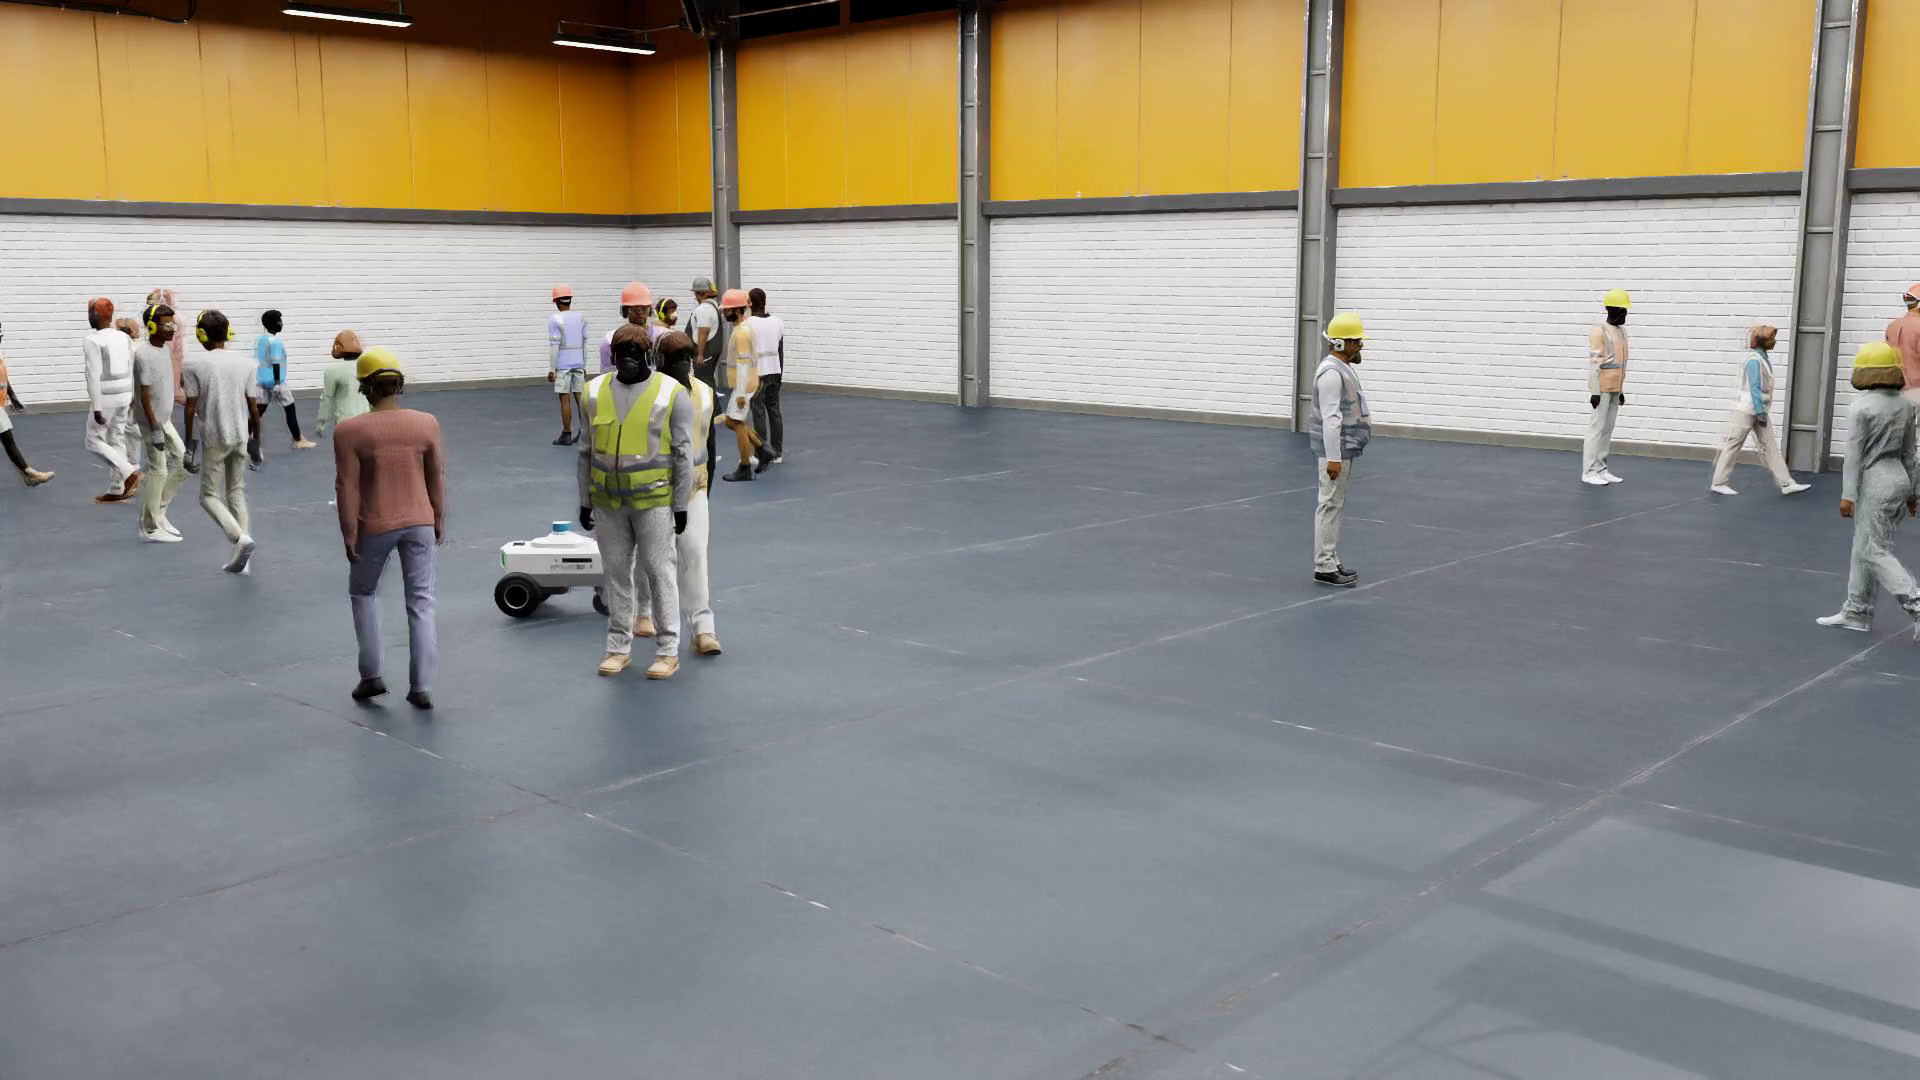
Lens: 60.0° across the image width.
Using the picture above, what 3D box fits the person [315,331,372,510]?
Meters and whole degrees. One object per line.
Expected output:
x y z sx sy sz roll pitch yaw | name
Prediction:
-5.251 -1.004 14.354 0.856 1.591 0.517 6 11 31 | person

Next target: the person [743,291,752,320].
-3.419 -3.162 27.039 0.328 1.767 0.532 -9 13 -43 | person

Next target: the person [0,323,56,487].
-9.234 -1.299 15.953 0.882 1.633 0.530 -3 10 -18 | person

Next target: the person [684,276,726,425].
-3.506 -2.596 22.727 0.566 2.000 0.686 1 9 8 | person

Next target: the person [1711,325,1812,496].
7.435 -1.180 15.404 0.875 1.587 0.532 8 12 39 | person

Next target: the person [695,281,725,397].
-4.177 -3.339 27.633 0.366 1.926 0.587 -7 11 -36 | person

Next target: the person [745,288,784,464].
-2.142 -1.769 18.052 0.390 1.914 0.587 8 12 40 | person

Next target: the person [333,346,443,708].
-2.764 -0.058 8.082 0.544 1.750 0.566 -6 11 -33 | person

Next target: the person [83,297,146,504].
-7.580 -1.235 14.906 0.512 1.867 0.582 2 10 13 | person

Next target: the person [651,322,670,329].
-2.776 -1.199 15.408 0.279 1.633 0.505 2 9 10 | person

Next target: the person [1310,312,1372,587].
2.553 -0.608 11.179 0.404 1.830 0.601 3 10 17 | person

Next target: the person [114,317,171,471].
-8.571 -1.512 17.366 0.568 1.625 0.519 -2 9 -12 | person

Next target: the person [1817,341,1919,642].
5.323 -0.273 9.491 0.488 1.713 0.742 -5 11 -29 | person

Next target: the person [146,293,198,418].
-11.152 -2.597 23.534 0.979 1.795 0.564 -7 11 -36 | person

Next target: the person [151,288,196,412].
-10.096 -2.293 21.370 0.747 1.877 0.641 -6 11 -31 | person

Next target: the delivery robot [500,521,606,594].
-2.462 0.127 10.293 0.707 0.478 0.477 0 9 -2 | delivery robot

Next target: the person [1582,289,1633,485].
6.399 -1.504 16.385 0.594 1.924 0.382 -9 13 -43 | person

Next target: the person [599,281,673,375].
-2.518 -1.017 13.083 0.620 2.028 0.693 -3 10 -20 | person

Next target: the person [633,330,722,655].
-1.641 -0.275 9.323 0.629 1.788 1.007 -5 10 -27 | person

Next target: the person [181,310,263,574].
-5.027 -0.647 11.390 0.549 1.844 0.558 8 12 41 | person

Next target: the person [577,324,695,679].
-1.690 -0.201 8.673 0.626 1.843 0.428 2 9 12 | person

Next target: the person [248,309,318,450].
-7.992 -1.841 19.277 0.534 1.654 0.865 9 13 43 | person

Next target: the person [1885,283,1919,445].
9.152 -1.473 16.009 0.393 1.986 0.610 -1 9 -8 | person

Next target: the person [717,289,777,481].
-2.156 -1.532 16.563 0.498 1.919 0.570 -1 9 -6 | person

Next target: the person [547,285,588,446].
-4.737 -2.098 20.024 0.374 1.928 0.542 8 12 39 | person

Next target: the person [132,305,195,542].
-6.193 -0.890 12.885 0.429 1.841 0.598 -1 9 -6 | person

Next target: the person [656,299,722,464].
-2.996 -1.582 17.216 1.023 1.803 0.514 0 9 -3 | person
